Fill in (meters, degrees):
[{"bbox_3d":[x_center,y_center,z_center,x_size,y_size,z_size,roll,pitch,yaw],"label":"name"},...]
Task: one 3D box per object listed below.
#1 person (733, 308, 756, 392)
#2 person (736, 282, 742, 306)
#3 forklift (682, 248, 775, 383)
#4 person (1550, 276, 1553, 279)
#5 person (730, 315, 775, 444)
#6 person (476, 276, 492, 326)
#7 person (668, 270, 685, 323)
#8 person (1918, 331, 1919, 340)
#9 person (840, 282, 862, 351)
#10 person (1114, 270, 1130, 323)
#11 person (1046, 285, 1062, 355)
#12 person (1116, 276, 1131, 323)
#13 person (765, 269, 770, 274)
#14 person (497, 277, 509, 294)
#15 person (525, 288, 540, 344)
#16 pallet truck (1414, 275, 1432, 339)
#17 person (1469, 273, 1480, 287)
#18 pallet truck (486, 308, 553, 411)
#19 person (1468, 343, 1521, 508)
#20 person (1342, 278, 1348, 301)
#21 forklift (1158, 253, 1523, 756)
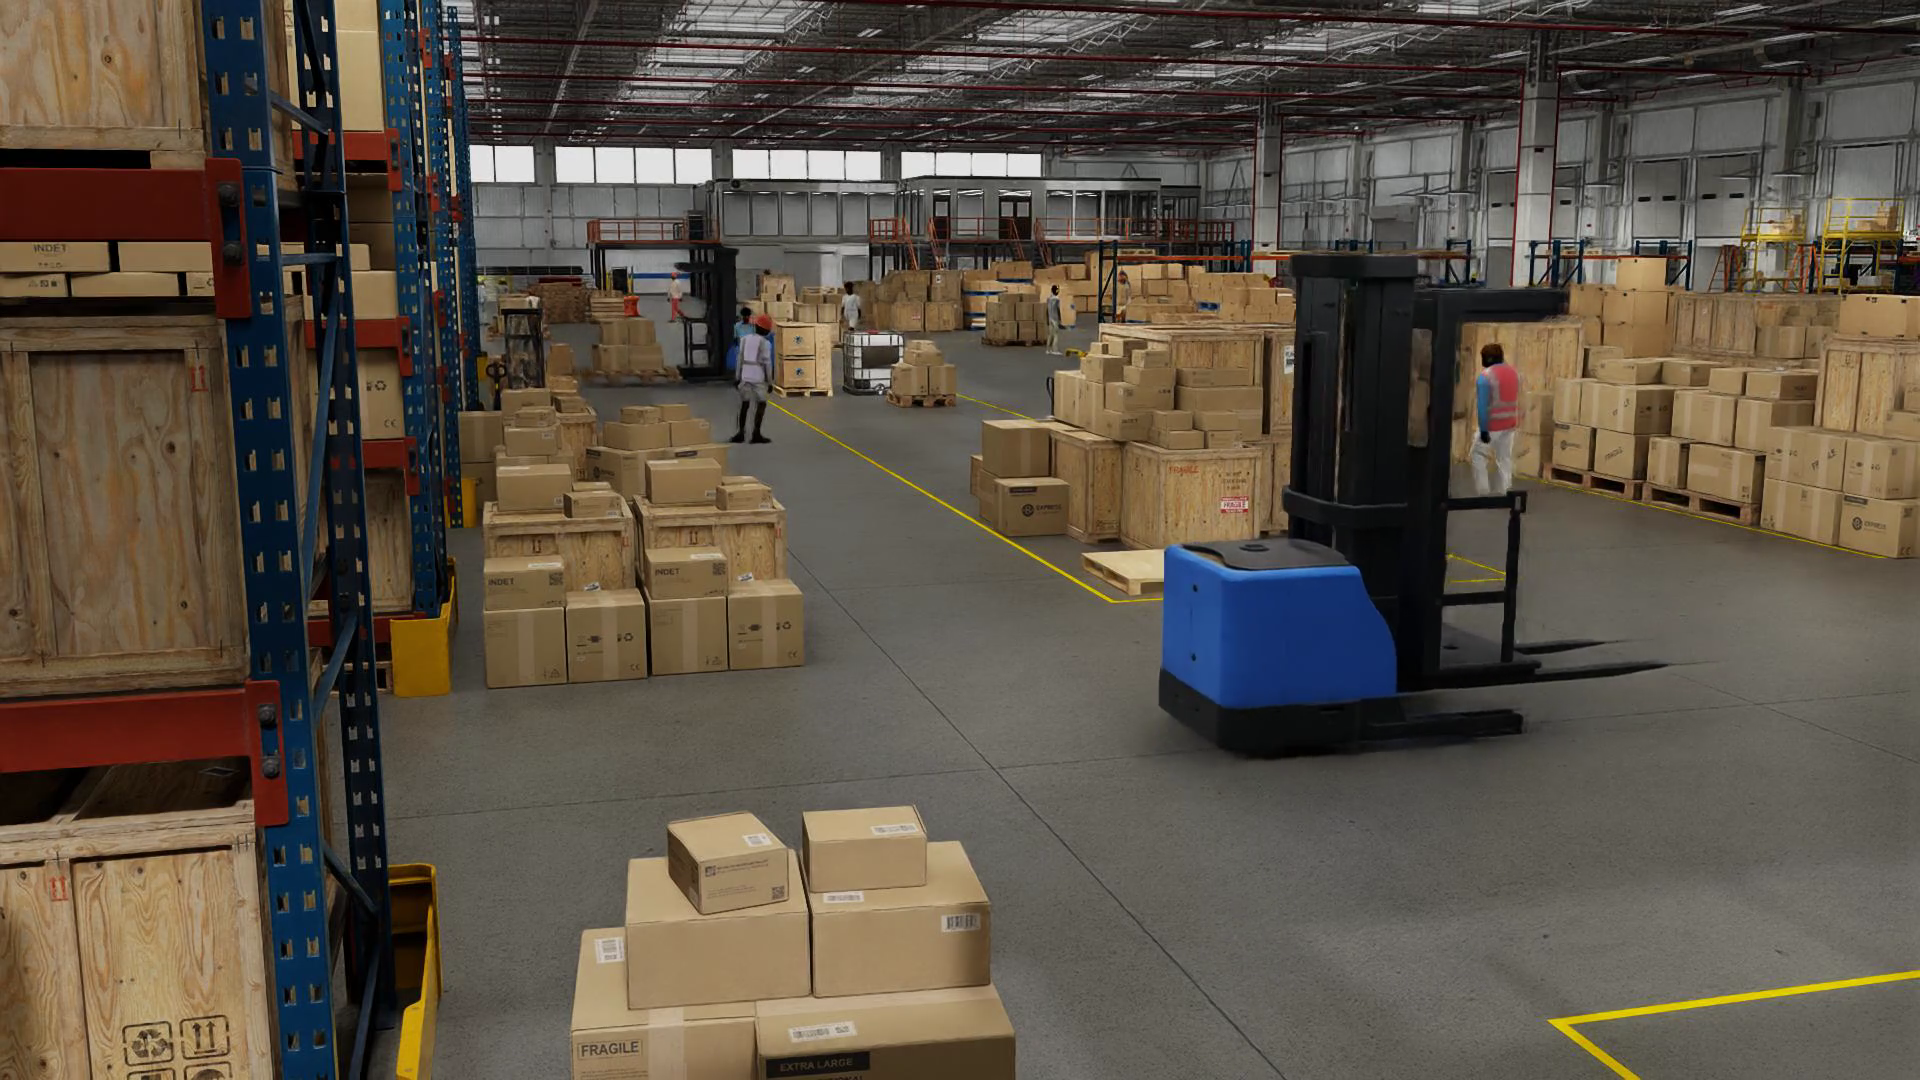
[{"bbox_3d":[-4.222,-3.743,32.814,0.557,1.648,0.853,1,10,5],"label":"person"},{"bbox_3d":[-10.886,-12.136,79.974,0.980,1.786,0.525,5,11,27],"label":"person"},{"bbox_3d":[-4.890,-4.745,35.040,1.873,2.768,1.129,-3,10,-15],"label":"forklift"},{"bbox_3d":[23.174,-9.514,65.010,0.551,1.839,0.746,-2,10,-10],"label":"person"},{"bbox_3d":[-3.050,-2.344,24.295,0.739,1.890,0.414,6,12,30],"label":"person"},{"bbox_3d":[-17.269,-8.598,59.928,0.621,1.796,0.652,0,10,2],"label":"person"},{"bbox_3d":[-10.690,-9.154,62.591,0.624,1.974,0.834,9,13,40],"label":"person"},{"bbox_3d":[11.674,-1.618,20.062,0.627,1.920,0.809,-4,11,-19],"label":"person"},{"bbox_3d":[-2.968,-6.153,45.795,0.620,1.918,0.996,7,12,36],"label":"person"},{"bbox_3d":[5.651,-8.406,58.151,0.535,2.000,0.686,4,11,20],"label":"person"},{"bbox_3d":[2.491,-5.829,44.088,0.319,1.857,0.528,-9,13,-42],"label":"person"},{"bbox_3d":[5.559,-8.081,56.796,0.567,1.871,1.046,3,10,17],"label":"person"},{"bbox_3d":[-8.488,-11.041,73.540,0.487,1.866,0.572,-6,12,-30],"label":"person"},{"bbox_3d":[-17.289,-9.088,62.914,0.495,1.720,0.577,0,10,-2],"label":"person"},{"bbox_3d":[-12.650,-6.639,49.285,0.310,1.636,0.523,8,13,38],"label":"person"},{"bbox_3d":[14.620,-7.324,52.145,0.823,1.965,1.885,8,13,40],"label":"pallet truck"},{"bbox_3d":[18.357,-8.598,59.599,0.584,1.918,0.405,-2,10,-10],"label":"person"},{"bbox_3d":[-6.242,-2.418,24.362,0.823,1.965,1.885,1,10,3],"label":"pallet truck"},{"bbox_3d":[5.875,-1.251,18.306,0.631,1.813,0.559,-6,11,-29],"label":"person"},{"bbox_3d":[19.683,-13.003,84.822,0.640,1.822,0.696,-3,11,-18],"label":"person"},{"bbox_3d":[2.227,-0.275,9.731,1.873,2.768,1.129,-3,10,-15],"label":"forklift"}]
